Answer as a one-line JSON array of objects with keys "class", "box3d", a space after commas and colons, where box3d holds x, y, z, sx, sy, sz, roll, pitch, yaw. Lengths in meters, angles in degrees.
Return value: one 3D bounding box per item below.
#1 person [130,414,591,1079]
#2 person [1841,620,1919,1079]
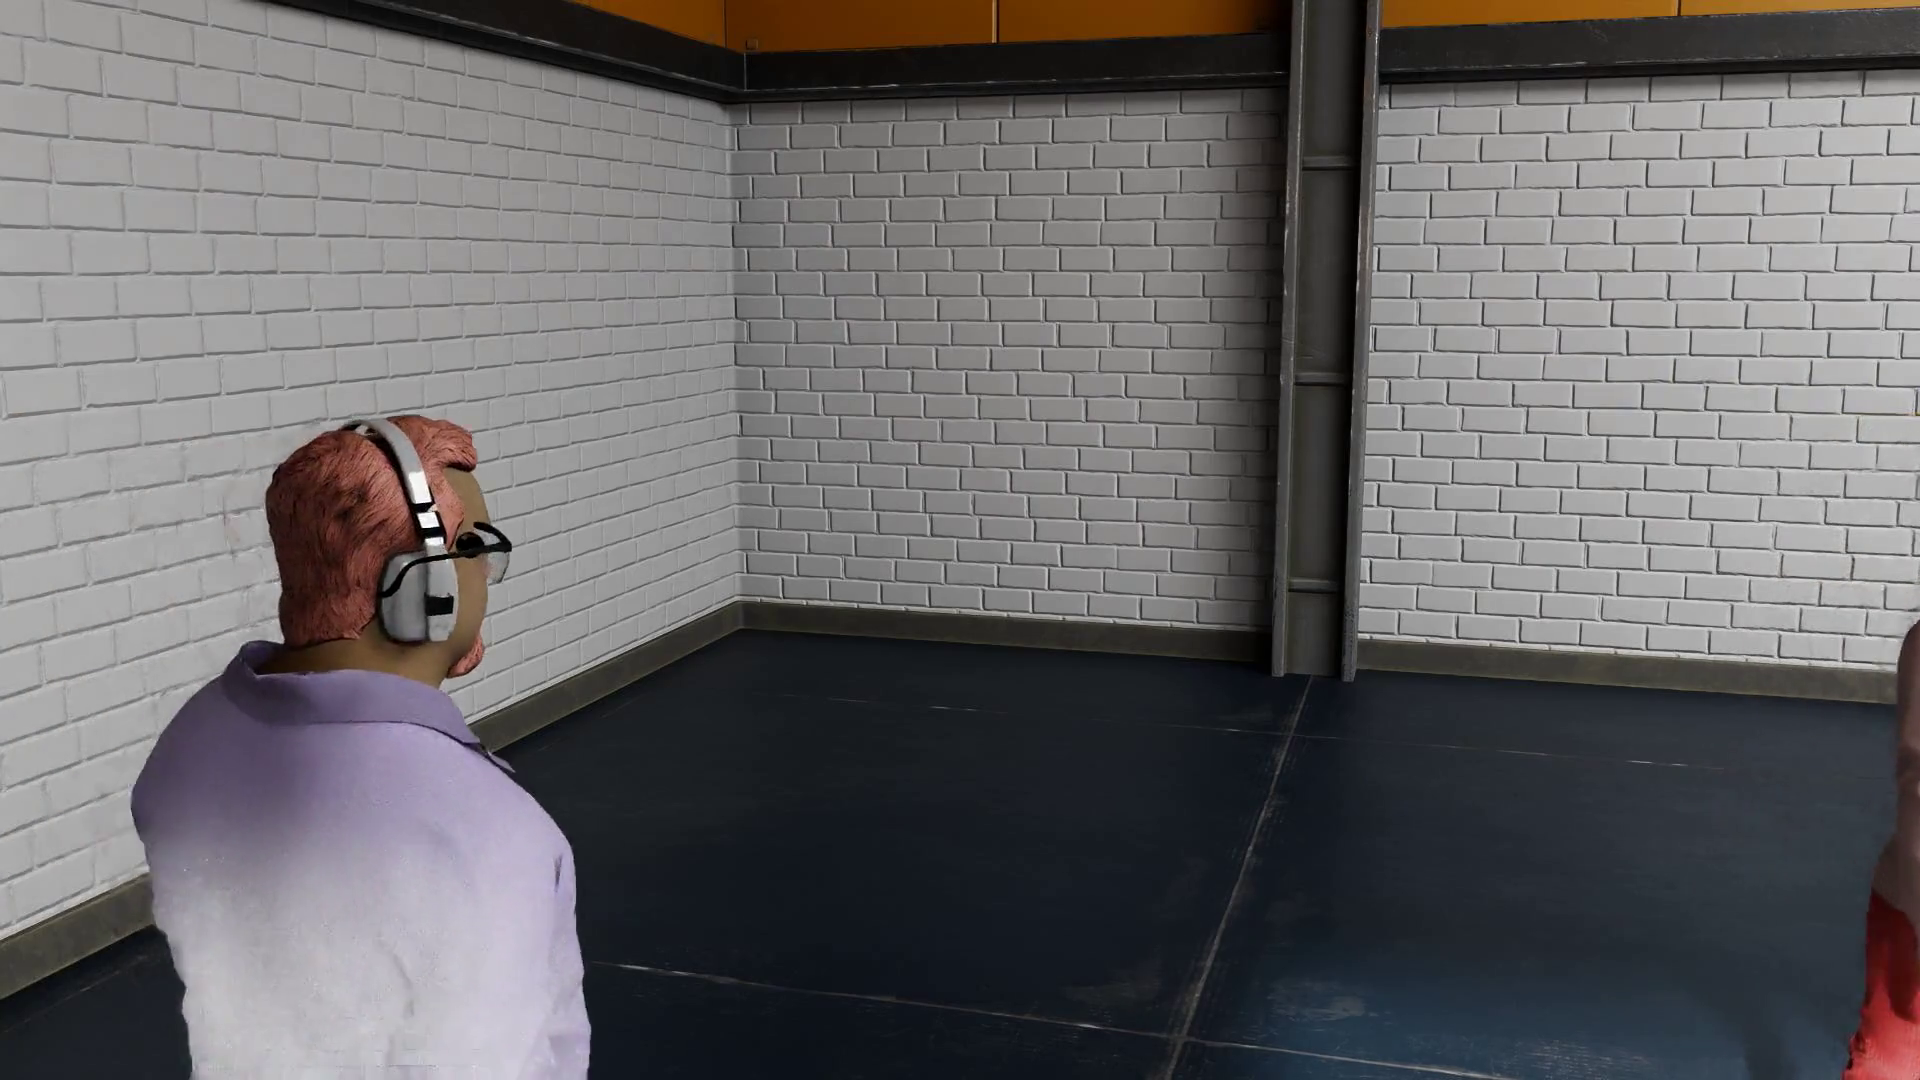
[{"class": "person", "box3d": [-0.661, 0.799, 1.818, 0.649, 1.873, 0.897, 7, 12, 36]}, {"class": "person", "box3d": [1.894, 0.686, 2.941, 0.546, 1.736, 0.811, -2, 9, -11]}]
